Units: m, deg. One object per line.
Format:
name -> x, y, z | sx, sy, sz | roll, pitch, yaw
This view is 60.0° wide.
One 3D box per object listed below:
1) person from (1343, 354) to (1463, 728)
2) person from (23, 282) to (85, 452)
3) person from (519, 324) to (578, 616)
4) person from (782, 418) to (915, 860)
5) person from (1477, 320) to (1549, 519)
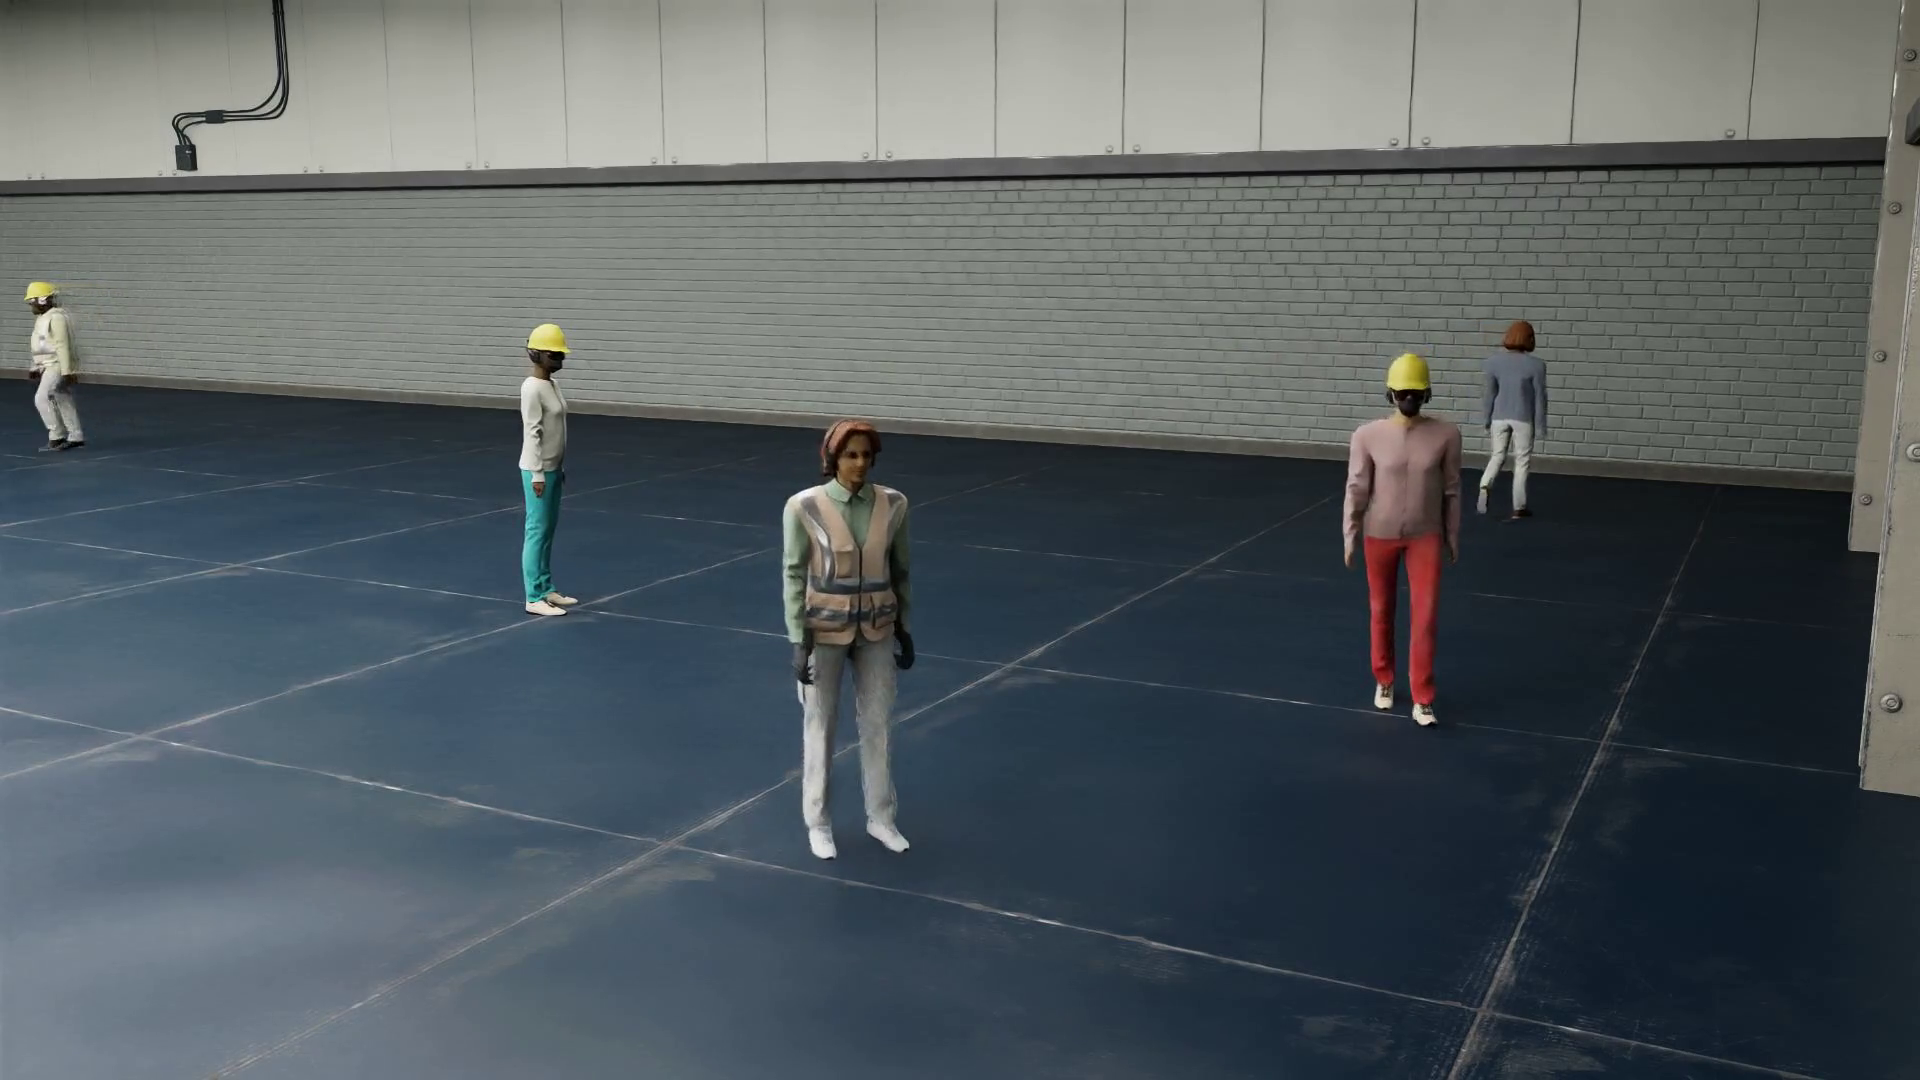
person -> 2.078, 0.009, 7.804 | 0.553, 1.732, 0.818 | 2, 11, 9
person -> -9.689, -1.832, 17.691 | 0.610, 1.801, 0.598 | -7, 13, -35
person -> -2.504, -0.428, 10.133 | 0.327, 1.765, 0.528 | 0, 10, 1
person -> -0.413, 0.363, 6.168 | 0.522, 1.640, 0.319 | -5, 11, -25
person -> 4.457, -0.957, 13.405 | 0.519, 1.620, 0.566 | 10, 14, 44
